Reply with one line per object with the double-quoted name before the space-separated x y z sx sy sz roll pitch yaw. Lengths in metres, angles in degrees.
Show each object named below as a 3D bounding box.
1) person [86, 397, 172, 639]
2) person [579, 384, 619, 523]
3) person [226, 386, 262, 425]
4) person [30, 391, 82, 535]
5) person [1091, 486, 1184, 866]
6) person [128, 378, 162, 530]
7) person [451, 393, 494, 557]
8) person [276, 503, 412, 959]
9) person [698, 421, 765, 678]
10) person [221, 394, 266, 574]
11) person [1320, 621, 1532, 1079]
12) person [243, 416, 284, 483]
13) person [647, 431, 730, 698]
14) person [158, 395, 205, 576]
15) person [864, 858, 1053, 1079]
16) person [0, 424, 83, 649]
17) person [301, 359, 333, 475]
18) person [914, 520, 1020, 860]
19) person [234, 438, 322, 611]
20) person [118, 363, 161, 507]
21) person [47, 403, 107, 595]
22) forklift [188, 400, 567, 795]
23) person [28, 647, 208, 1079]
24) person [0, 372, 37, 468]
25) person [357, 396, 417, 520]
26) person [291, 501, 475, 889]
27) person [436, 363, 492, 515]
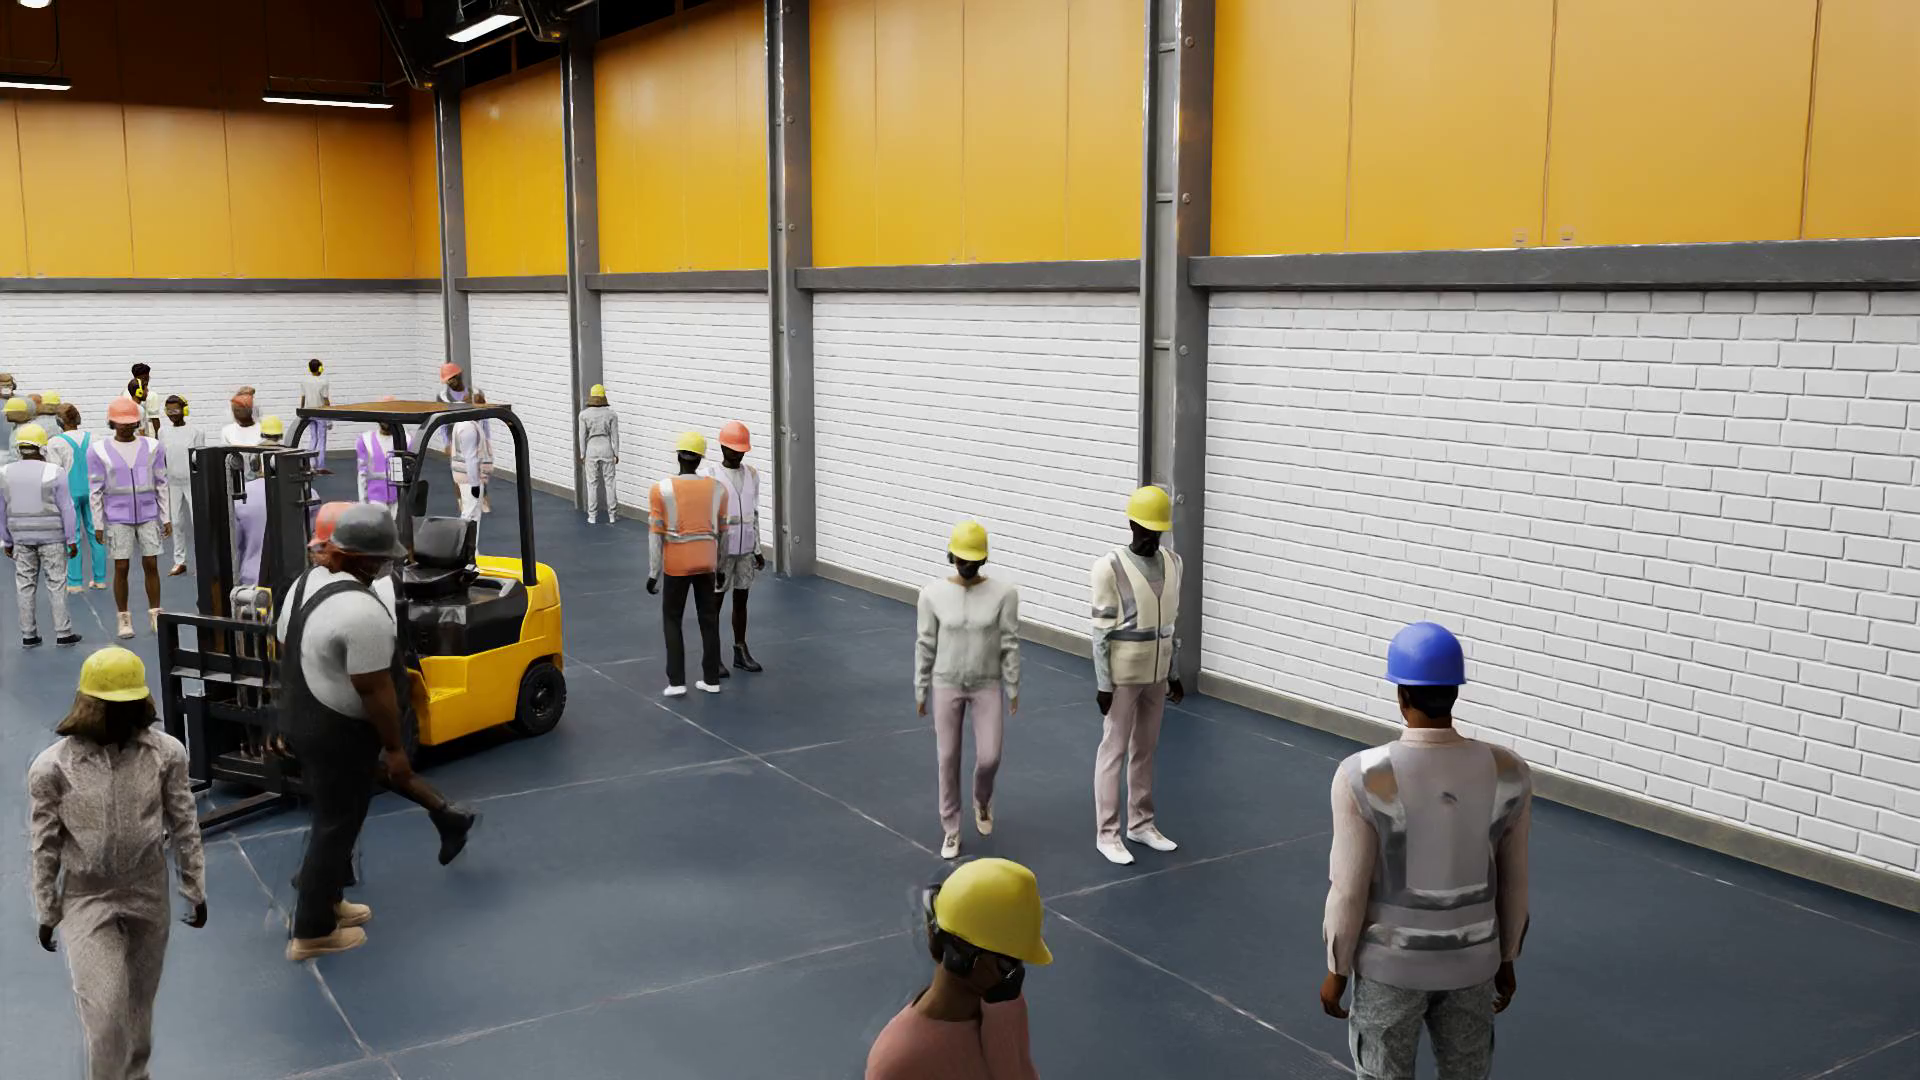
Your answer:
"person" -6.925 -0.184 13.904 0.612 2.030 0.410 -7 11 -39
"person" -4.530 -1.083 20.898 0.492 1.742 0.319 -2 9 -14
"person" -9.887 -1.326 22.992 0.608 1.603 0.530 7 11 40
"person" -10.619 -0.880 19.533 0.492 1.742 0.320 -6 10 -35
"person" 0.923 0.674 8.473 0.589 1.917 0.392 -7 11 -37
"person" -9.932 -1.025 20.151 0.513 1.857 0.345 8 11 43
"person" -5.134 -0.630 17.548 0.429 1.837 0.633 -3 9 -20
"person" -2.673 0.799 7.217 0.591 2.000 0.723 -7 11 -41
"person" -1.711 0.065 12.547 0.542 1.928 0.375 -7 11 -40
"person" -7.181 -0.537 16.802 0.616 1.872 0.432 0 8 -1
"person" 1.337 1.201 4.827 0.615 1.943 0.409 -1 9 -9
"person" -6.489 -0.303 15.728 0.530 1.722 0.895 -3 9 -19
"person" -1.929 0.180 11.841 0.603 1.910 0.396 -5 10 -29
"person" -7.912 -0.553 16.952 0.511 1.861 0.322 1 8 4
"person" 0.028 1.505 3.470 0.575 1.738 0.537 5 10 28
"person" -7.452 -0.025 13.478 0.599 1.829 0.404 -1 8 -5
"person" -10.165 -1.933 26.269 0.526 1.853 0.460 2 9 14
"person" 0.034 0.753 8.487 0.548 1.745 0.413 0 8 1
"person" -4.541 0.292 11.034 0.632 1.930 0.377 -5 10 -33
"person" -10.967 -1.396 22.311 0.599 1.958 0.375 2 9 14
"person" -8.468 -0.395 15.942 0.345 1.840 0.504 6 10 34
"forklift" -3.529 0.258 10.348 1.214 2.155 2.313 4 9 25
"person" -2.760 1.205 5.523 0.504 1.715 0.678 -8 12 -43
"person" -11.559 -1.078 20.264 0.635 1.928 0.382 -8 11 -41
"person" -5.374 -0.395 15.654 0.571 1.923 0.420 -3 9 -18
"person" -2.827 0.749 8.038 0.789 1.899 0.562 -1 8 -5
"person" -6.406 -1.296 21.506 0.651 1.988 0.544 -3 9 -21
